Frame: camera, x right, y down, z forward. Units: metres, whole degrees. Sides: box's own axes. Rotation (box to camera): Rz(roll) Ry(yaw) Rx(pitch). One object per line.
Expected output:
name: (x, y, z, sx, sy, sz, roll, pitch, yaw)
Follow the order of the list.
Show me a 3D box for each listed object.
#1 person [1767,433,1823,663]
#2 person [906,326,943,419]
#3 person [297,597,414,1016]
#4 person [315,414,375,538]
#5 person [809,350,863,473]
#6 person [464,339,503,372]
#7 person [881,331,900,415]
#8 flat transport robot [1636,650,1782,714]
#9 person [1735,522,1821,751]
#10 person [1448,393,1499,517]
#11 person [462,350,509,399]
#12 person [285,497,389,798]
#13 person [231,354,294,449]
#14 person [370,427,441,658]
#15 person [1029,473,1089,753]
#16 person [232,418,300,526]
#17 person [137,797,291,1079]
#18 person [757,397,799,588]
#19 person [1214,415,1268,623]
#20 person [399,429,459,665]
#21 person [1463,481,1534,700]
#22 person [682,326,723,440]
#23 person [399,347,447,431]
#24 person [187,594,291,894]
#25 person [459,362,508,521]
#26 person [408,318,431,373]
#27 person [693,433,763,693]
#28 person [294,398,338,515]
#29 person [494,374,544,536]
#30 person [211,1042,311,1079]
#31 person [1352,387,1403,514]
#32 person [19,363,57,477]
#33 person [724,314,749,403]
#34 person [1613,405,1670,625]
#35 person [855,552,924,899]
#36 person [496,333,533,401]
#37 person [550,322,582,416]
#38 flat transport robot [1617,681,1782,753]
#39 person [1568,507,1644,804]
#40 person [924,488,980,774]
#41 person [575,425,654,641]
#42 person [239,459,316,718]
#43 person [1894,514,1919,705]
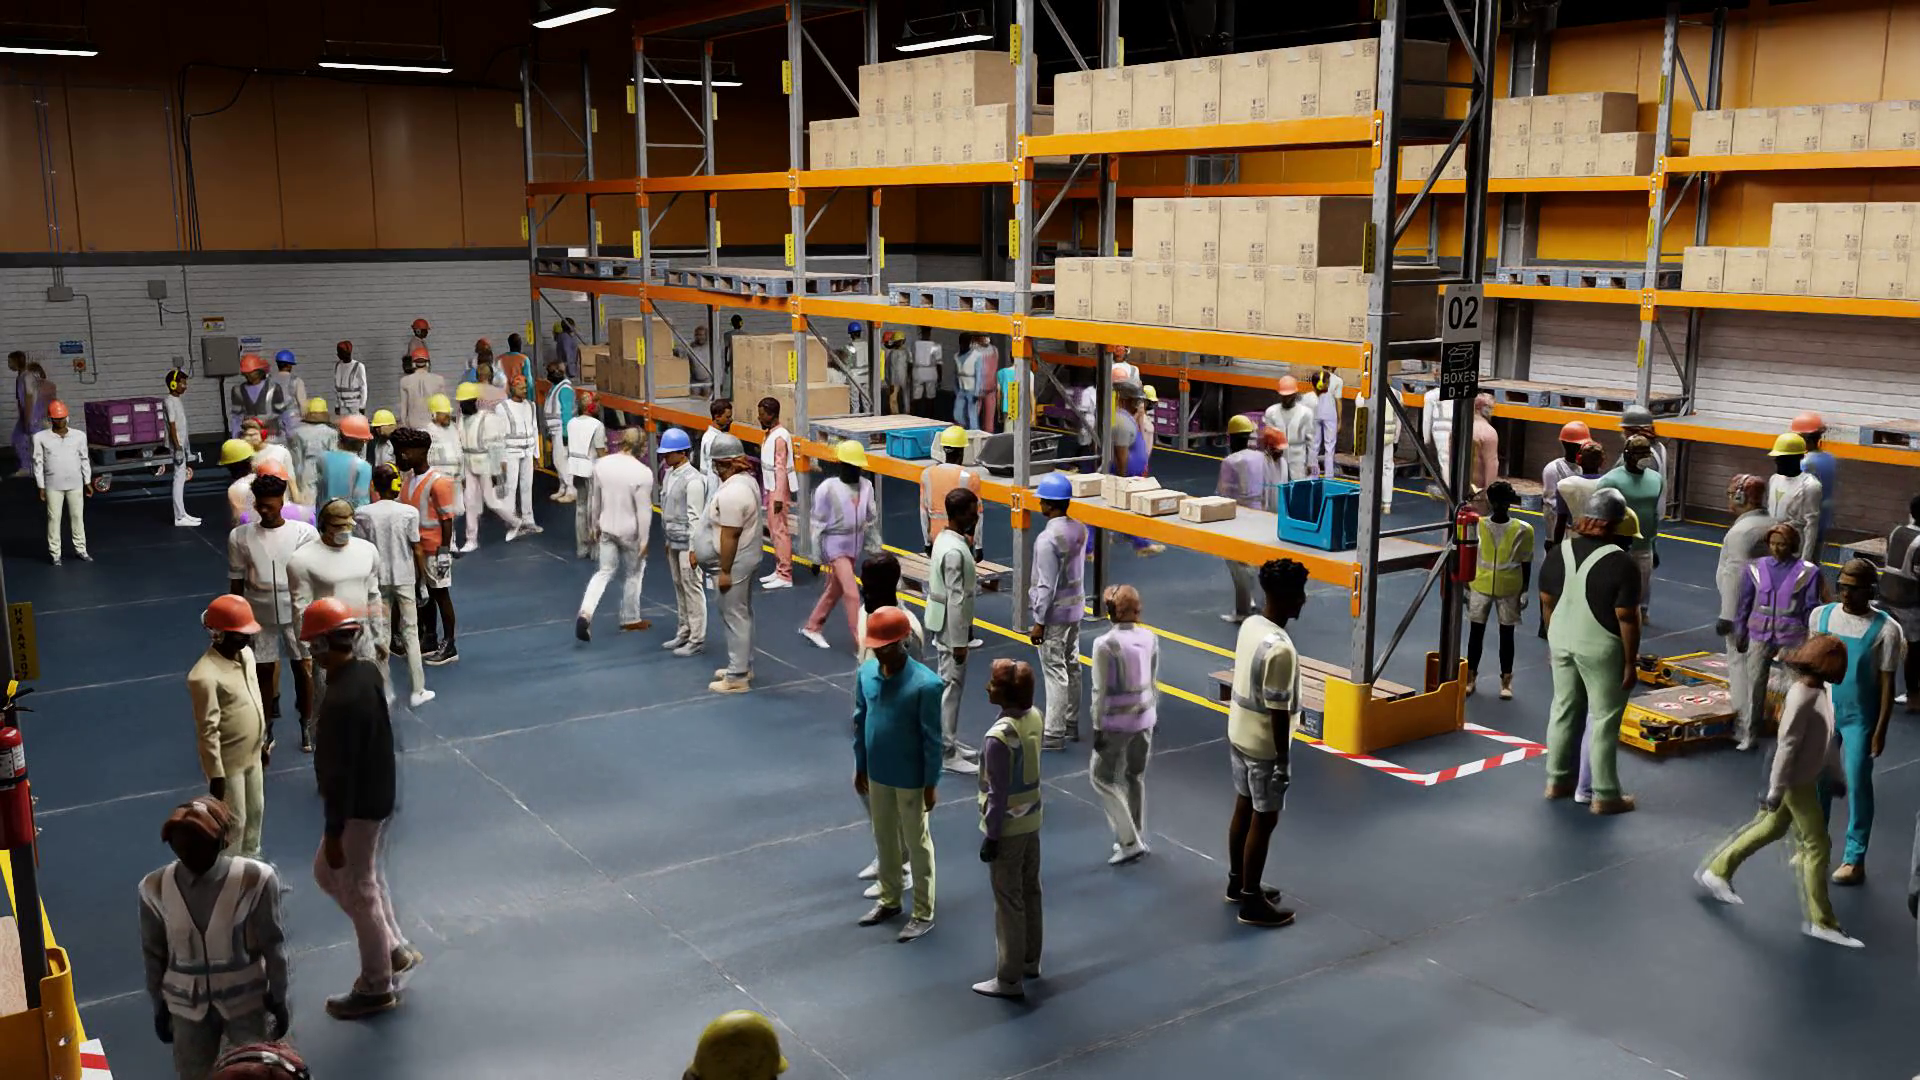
person: (6.874, 0.064, 13.847, 0.402, 1.919, 0.594, -2, 11, -9)
person: (-0.593, -2.745, 28.121, 0.635, 1.946, 0.478, 2, 11, 9)
person: (-2.841, 1.242, 7.698, 0.454, 1.958, 0.668, -1, 11, -7)
person: (-5.398, -0.110, 14.556, 0.614, 1.998, 0.981, 4, 12, 18)
person: (-1.837, -1.836, 23.906, 0.910, 1.797, 0.520, 3, 12, 17)
person: (-7.196, -2.094, 25.074, 0.619, 1.834, 0.980, -1, 11, -3)
person: (-1.177, -2.692, 28.401, 0.350, 1.739, 0.575, -1, 11, -6)
flat transport robot: (5.989, 1.097, 12.781, 0.652, 0.197, 1.431, -6, 12, -26)
person: (5.602, 0.681, 11.423, 0.525, 1.631, 0.314, 9, 14, 39)
person: (5.310, -0.565, 17.131, 0.408, 1.910, 0.654, -5, 12, -23)
person: (-6.666, -1.764, 23.433, 0.647, 1.825, 0.476, -1, 11, -7)
person: (-3.964, 0.676, 10.670, 0.372, 1.934, 0.627, 8, 14, 37)
person: (-8.652, -1.283, 20.528, 0.656, 1.994, 0.967, -1, 11, -4)
person: (-4.652, 0.013, 14.013, 0.376, 1.958, 0.599, 7, 13, 32)
person: (0.672, 0.500, 11.530, 0.386, 1.948, 0.602, 6, 12, 27)
person: (-6.549, -0.249, 15.701, 0.586, 1.814, 0.610, 4, 12, 17)
person: (-2.737, 1.706, 6.183, 0.519, 1.624, 0.457, -2, 11, -8)
person: (-1.833, -0.480, 16.665, 0.408, 1.907, 0.598, -3, 11, -15)
person: (2.529, -0.181, 15.131, 0.476, 1.903, 0.602, 9, 14, 39)
person: (-4.417, 0.053, 13.769, 0.613, 1.963, 0.362, 10, 15, 42)
person: (4.113, 0.384, 12.772, 0.555, 1.694, 0.316, 5, 12, 23)
person: (-4.268, -2.566, 27.374, 0.692, 1.879, 0.744, 1, 11, 3)
person: (-7.032, -1.533, 21.849, 0.620, 1.985, 0.408, -3, 11, -15)
person: (-3.828, 1.132, 8.830, 0.353, 1.739, 0.577, 0, 11, 2)
person: (-5.743, -1.188, 20.195, 0.635, 1.936, 0.353, 2, 11, 10)
person: (-9.037, -2.718, 27.915, 0.405, 1.986, 0.613, 0, 11, 0)
person: (-1.816, 0.159, 13.037, 0.536, 2.000, 0.681, 1, 11, 3)
person: (-7.113, -0.696, 18.390, 0.501, 1.738, 0.863, -1, 11, -4)
person: (-5.127, -0.987, 19.327, 0.352, 1.880, 0.576, 7, 13, 34)
person: (-1.492, 2.027, 3.896, 0.696, 1.877, 0.406, -7, 13, -32)
person: (5.163, -1.230, 20.660, 0.624, 1.844, 0.430, -2, 11, -11)
person: (-13.082, -1.708, 23.647, 0.503, 1.632, 0.276, -9, 14, -40)
person: (-4.156, -3.283, 31.110, 0.516, 1.865, 0.329, 0, 11, 1)
person: (6.020, -0.207, 14.911, 0.688, 2.000, 0.536, -11, 15, -44)
person: (-0.386, 0.996, 9.090, 0.409, 1.915, 0.617, -6, 12, -26)
person: (-6.781, -2.185, 25.351, 0.597, 1.916, 0.372, 4, 12, 19)
person: (-7.073, -2.993, 29.734, 0.549, 1.824, 0.618, 0, 11, -2)
flat transport robot: (5.248, 1.255, 11.973, 1.431, 0.197, 0.652, -6, 12, -26)
person: (4.037, 0.726, 10.478, 0.396, 1.913, 0.591, -2, 11, -12)
person: (-0.054, 0.597, 11.119, 0.371, 1.915, 0.597, -1, 11, -5)
person: (-2.992, -0.042, 14.454, 0.717, 1.893, 0.846, 5, 12, 25)
person: (-5.040, 0.357, 12.334, 0.550, 1.925, 0.393, -9, 14, -38)
person: (7.319, 0.351, 12.446, 0.401, 1.893, 0.654, -5, 12, -23)
